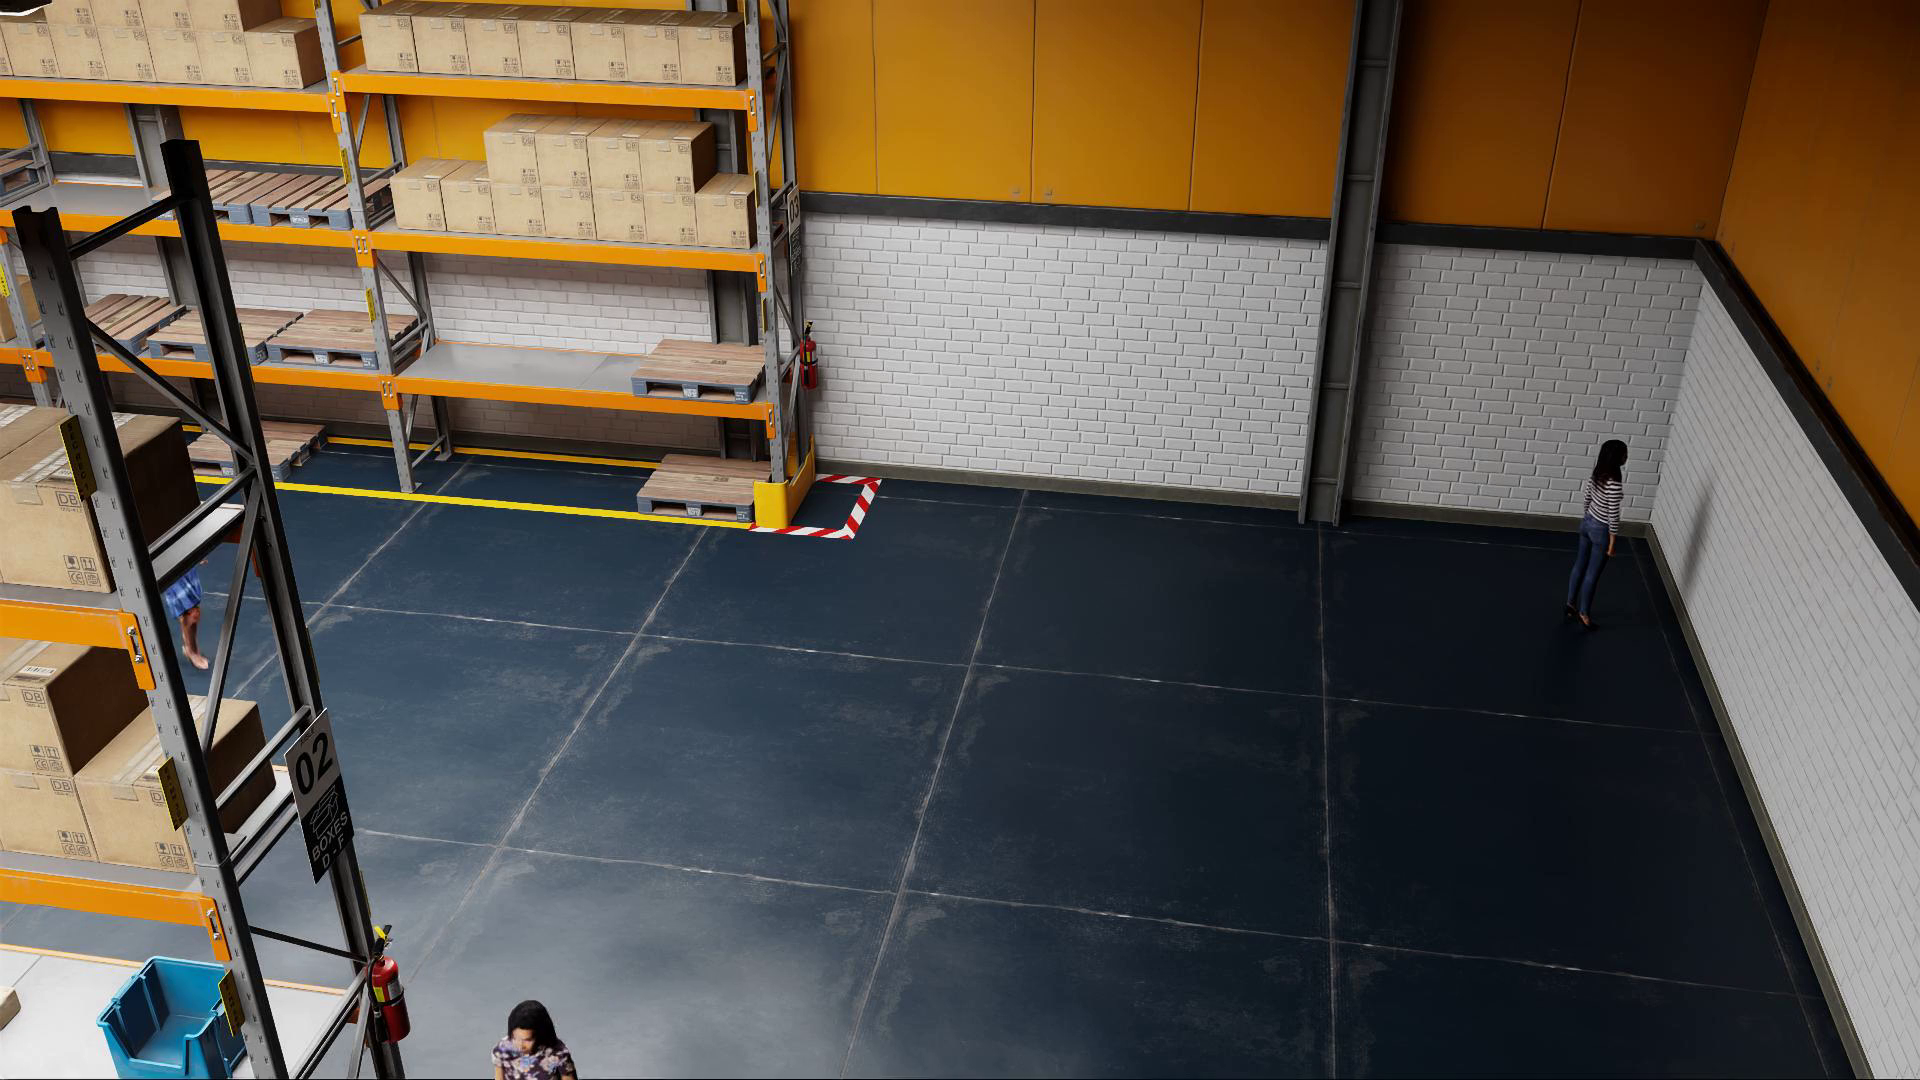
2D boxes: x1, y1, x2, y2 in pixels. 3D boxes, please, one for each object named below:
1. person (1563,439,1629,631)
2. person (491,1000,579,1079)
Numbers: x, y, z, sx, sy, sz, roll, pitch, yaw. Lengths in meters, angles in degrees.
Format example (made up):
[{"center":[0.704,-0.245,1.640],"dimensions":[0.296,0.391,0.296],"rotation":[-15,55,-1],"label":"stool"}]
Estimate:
[{"center":[5.574,-0.054,14.557],"dimensions":[0.612,1.796,0.649],"rotation":[-6,29,-10],"label":"person"},{"center":[-2.227,3.058,8.939],"dimensions":[0.693,1.714,0.768],"rotation":[1,29,2],"label":"person"}]
